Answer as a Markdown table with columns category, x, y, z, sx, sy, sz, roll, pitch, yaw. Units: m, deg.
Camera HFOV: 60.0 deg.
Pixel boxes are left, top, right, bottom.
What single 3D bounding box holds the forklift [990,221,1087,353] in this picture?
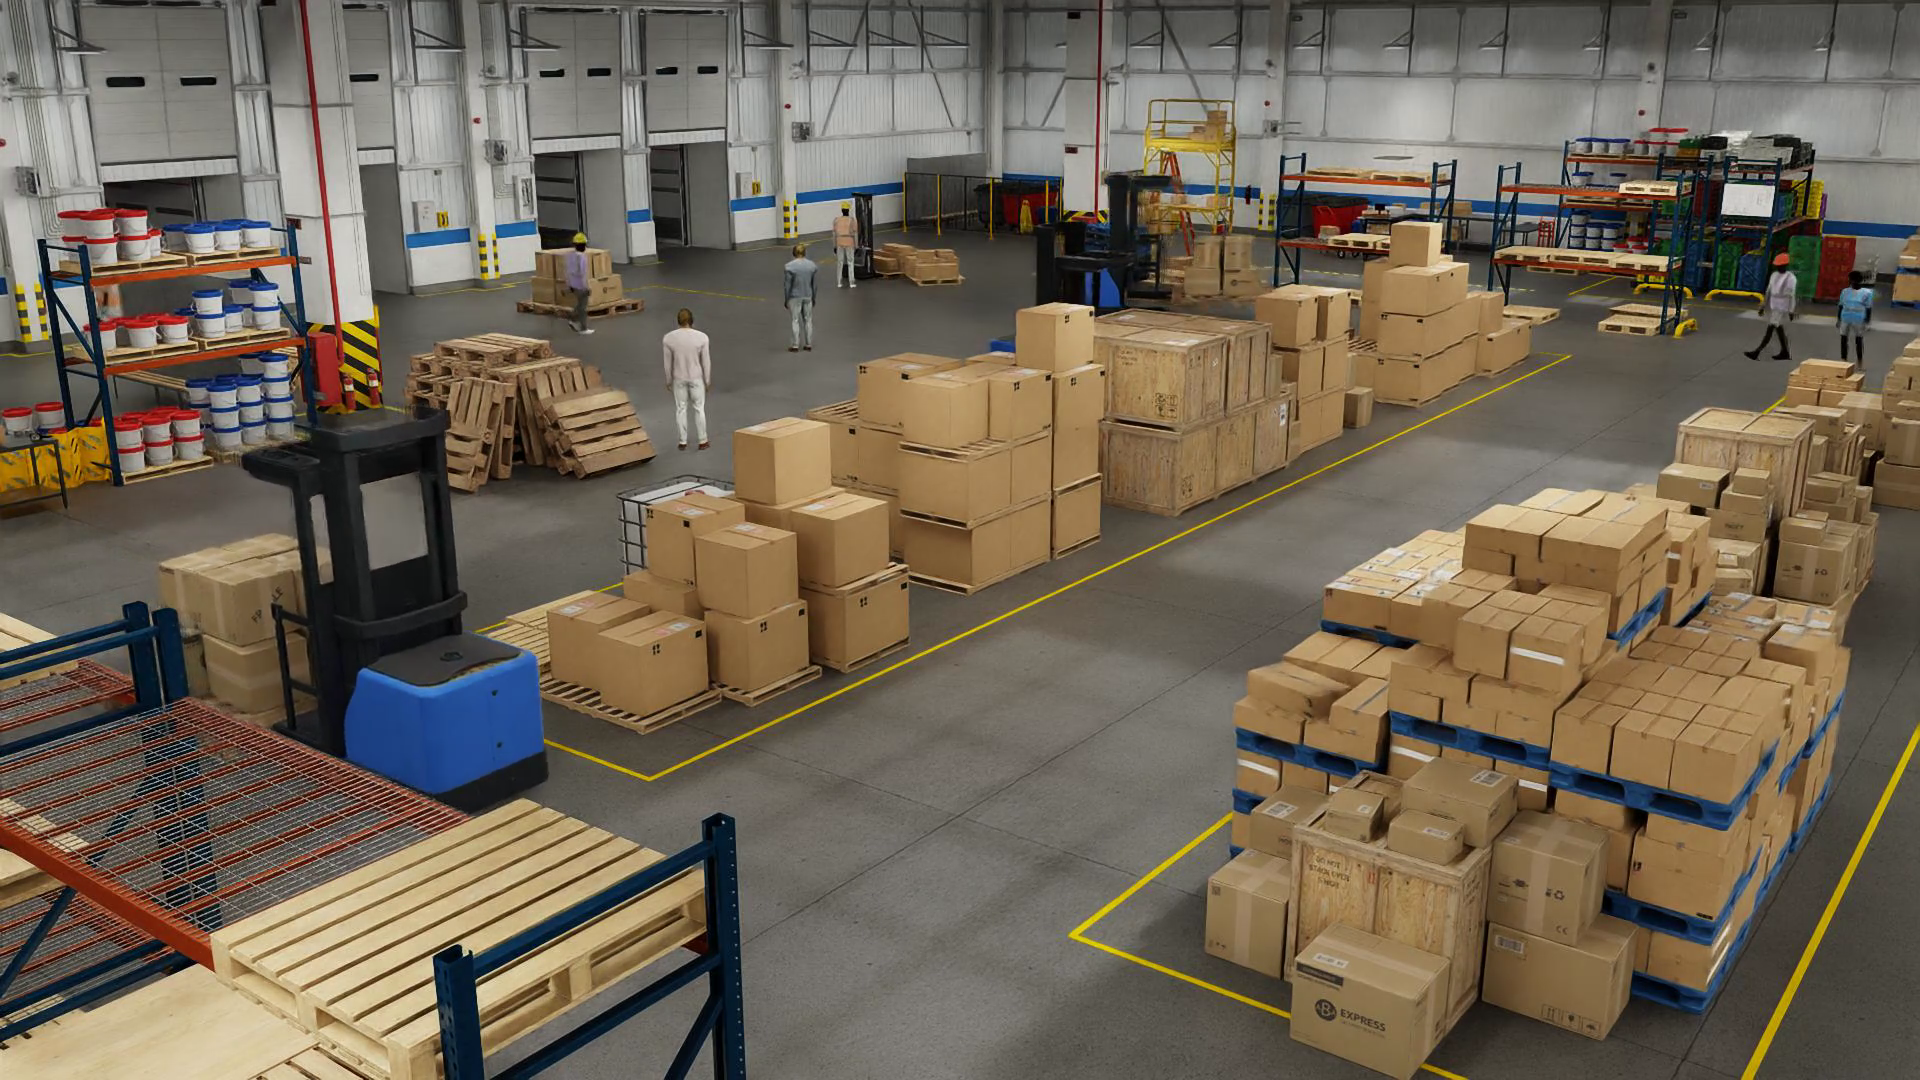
| category | x | y | z | sx | sy | sz | roll | pitch | yaw |
| --- | --- | --- | --- | --- | --- | --- | --- | --- | --- |
| forklift | 1.458 | -3.274 | 24.615 | 1.873 | 2.768 | 1.129 | 12 | 21 | 35 |

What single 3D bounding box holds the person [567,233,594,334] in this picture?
| category | x | y | z | sx | sy | sz | roll | pitch | yaw |
| --- | --- | --- | --- | --- | --- | --- | --- | --- | --- |
| person | -7.166 | -4.840 | 31.440 | 0.412 | 1.913 | 0.618 | -15 | 22 | -40 |

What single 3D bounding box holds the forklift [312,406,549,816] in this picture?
| category | x | y | z | sx | sy | sz | roll | pitch | yaw |
| --- | --- | --- | --- | --- | --- | --- | --- | --- | --- |
| forklift | -4.109 | 0.460 | 12.251 | 1.873 | 2.768 | 1.129 | 12 | 21 | 35 |

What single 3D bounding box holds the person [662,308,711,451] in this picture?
| category | x | y | z | sx | sy | sz | roll | pitch | yaw |
| --- | --- | --- | --- | --- | --- | --- | --- | --- | --- |
| person | -3.693 | -2.171 | 22.571 | 0.629 | 1.937 | 0.378 | 0 | 17 | 0 |

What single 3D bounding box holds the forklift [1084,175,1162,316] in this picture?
| category | x | y | z | sx | sy | sz | roll | pitch | yaw |
| --- | --- | --- | --- | --- | --- | --- | --- | --- | --- |
| forklift | 3.097 | -5.808 | 33.005 | 1.873 | 2.768 | 1.129 | 2 | 17 | 8 |

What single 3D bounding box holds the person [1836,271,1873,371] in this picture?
| category | x | y | z | sx | sy | sz | roll | pitch | yaw |
| --- | --- | --- | --- | --- | --- | --- | --- | --- | --- |
| person | 15.129 | -3.693 | 28.061 | 0.362 | 1.665 | 0.660 | -15 | 23 | -41 |

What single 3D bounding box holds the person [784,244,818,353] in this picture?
| category | x | y | z | sx | sy | sz | roll | pitch | yaw |
| --- | --- | --- | --- | --- | --- | --- | --- | --- | --- |
| person | -2.835 | -4.307 | 29.667 | 0.637 | 1.929 | 0.368 | -9 | 19 | -28 |

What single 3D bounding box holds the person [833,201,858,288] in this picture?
| category | x | y | z | sx | sy | sz | roll | pitch | yaw |
| --- | --- | --- | --- | --- | --- | --- | --- | --- | --- |
| person | -2.568 | -6.634 | 37.389 | 0.585 | 1.918 | 0.409 | 3 | 17 | 11 |

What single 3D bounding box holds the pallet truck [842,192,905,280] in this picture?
| category | x | y | z | sx | sy | sz | roll | pitch | yaw |
| --- | --- | --- | --- | --- | --- | --- | --- | --- | --- |
| pallet truck | -1.936 | -7.159 | 38.982 | 1.885 | 1.965 | 0.823 | -12 | 21 | -34 |

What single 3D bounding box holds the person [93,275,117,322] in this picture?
| category | x | y | z | sx | sy | sz | roll | pitch | yaw |
| --- | --- | --- | --- | --- | --- | --- | --- | --- | --- |
| person | -15.332 | -4.192 | 29.704 | 0.537 | 1.681 | 0.499 | 15 | 22 | 41 |

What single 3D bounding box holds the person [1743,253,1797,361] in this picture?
| category | x | y | z | sx | sy | sz | roll | pitch | yaw |
| --- | --- | --- | --- | --- | --- | --- | --- | --- | --- |
| person | 14.089 | -4.026 | 28.813 | 1.021 | 1.869 | 0.585 | -3 | 17 | -10 |
